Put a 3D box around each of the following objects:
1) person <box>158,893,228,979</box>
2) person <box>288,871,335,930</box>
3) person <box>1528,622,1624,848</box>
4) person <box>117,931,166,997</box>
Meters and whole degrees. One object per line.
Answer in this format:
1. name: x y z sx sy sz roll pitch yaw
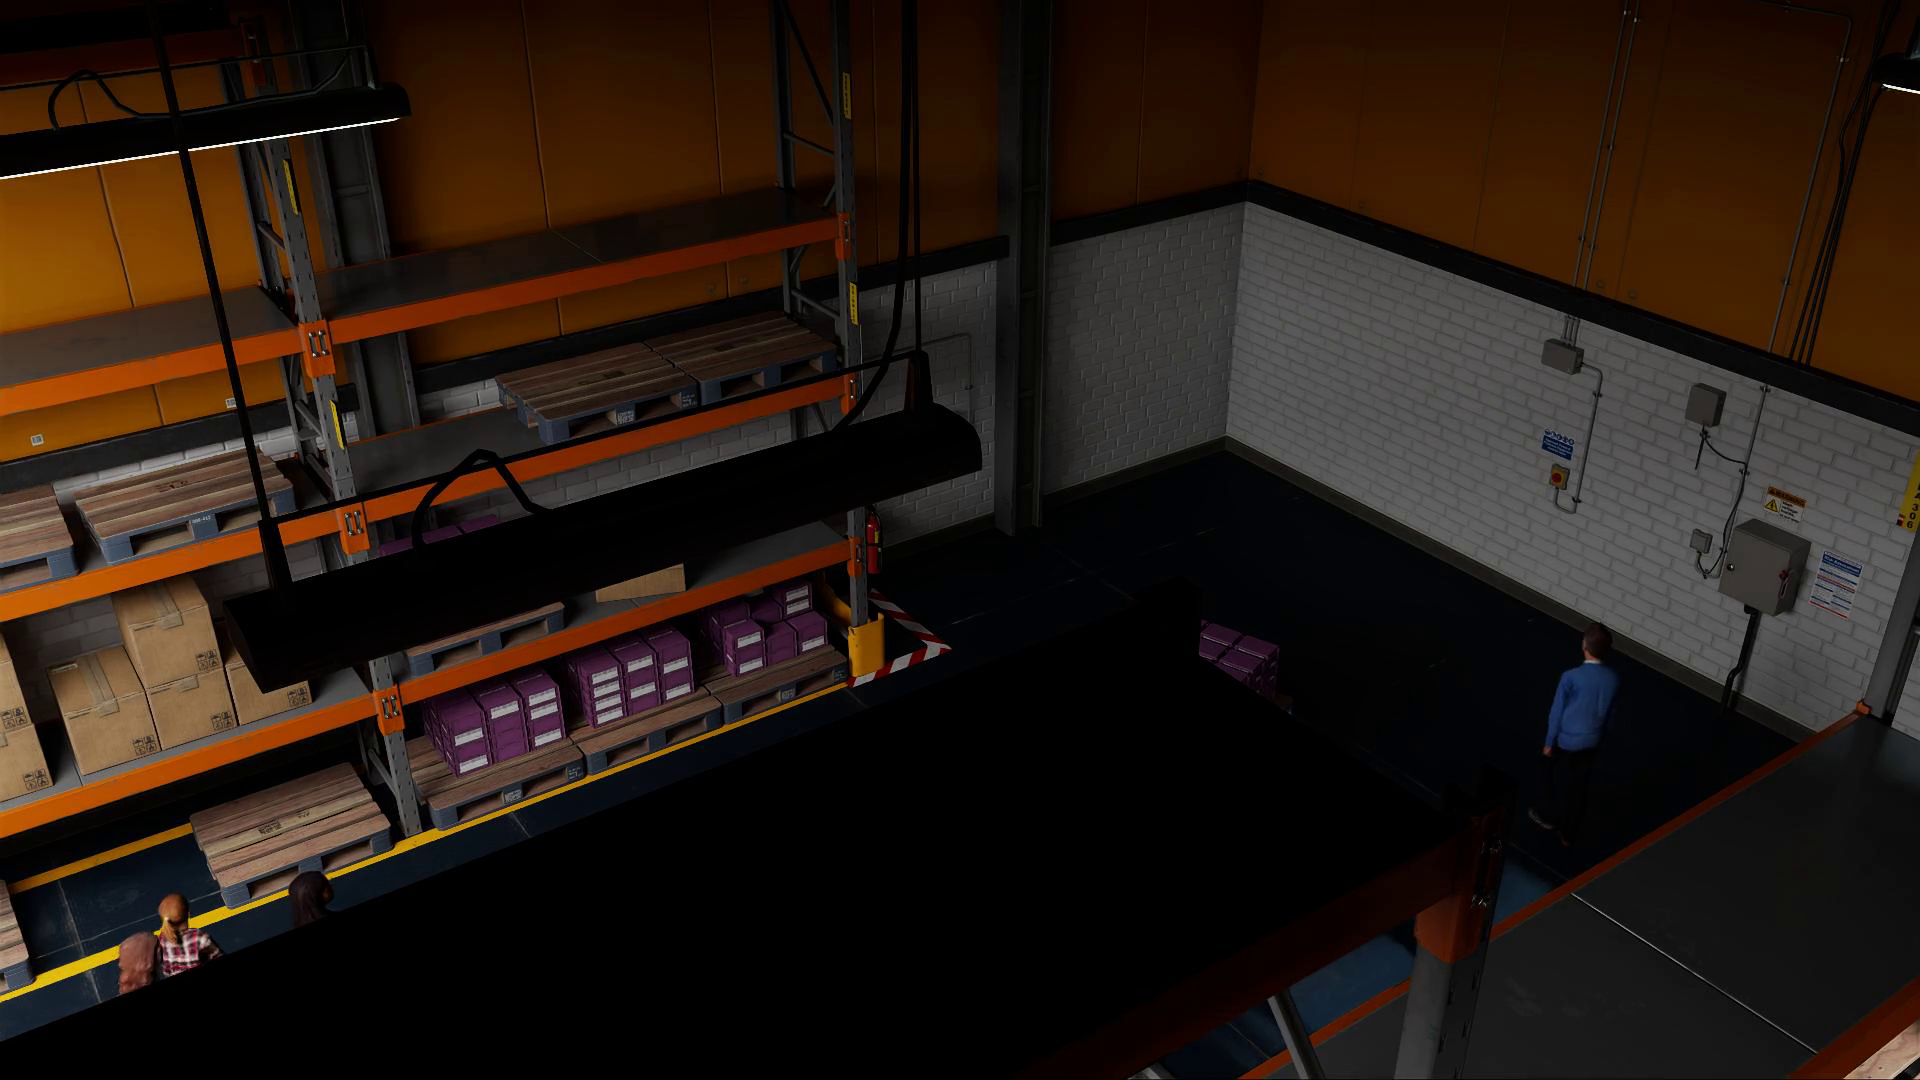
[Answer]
1. person: -4.710 2.776 10.220 0.881 1.268 0.984 7 29 13
2. person: -3.740 2.683 9.898 0.540 1.740 0.564 -22 35 -34
3. person: 4.509 1.468 12.062 0.780 1.799 0.878 -3 29 -5
4. person: -4.601 2.976 9.397 1.128 1.705 0.713 -21 35 -33
